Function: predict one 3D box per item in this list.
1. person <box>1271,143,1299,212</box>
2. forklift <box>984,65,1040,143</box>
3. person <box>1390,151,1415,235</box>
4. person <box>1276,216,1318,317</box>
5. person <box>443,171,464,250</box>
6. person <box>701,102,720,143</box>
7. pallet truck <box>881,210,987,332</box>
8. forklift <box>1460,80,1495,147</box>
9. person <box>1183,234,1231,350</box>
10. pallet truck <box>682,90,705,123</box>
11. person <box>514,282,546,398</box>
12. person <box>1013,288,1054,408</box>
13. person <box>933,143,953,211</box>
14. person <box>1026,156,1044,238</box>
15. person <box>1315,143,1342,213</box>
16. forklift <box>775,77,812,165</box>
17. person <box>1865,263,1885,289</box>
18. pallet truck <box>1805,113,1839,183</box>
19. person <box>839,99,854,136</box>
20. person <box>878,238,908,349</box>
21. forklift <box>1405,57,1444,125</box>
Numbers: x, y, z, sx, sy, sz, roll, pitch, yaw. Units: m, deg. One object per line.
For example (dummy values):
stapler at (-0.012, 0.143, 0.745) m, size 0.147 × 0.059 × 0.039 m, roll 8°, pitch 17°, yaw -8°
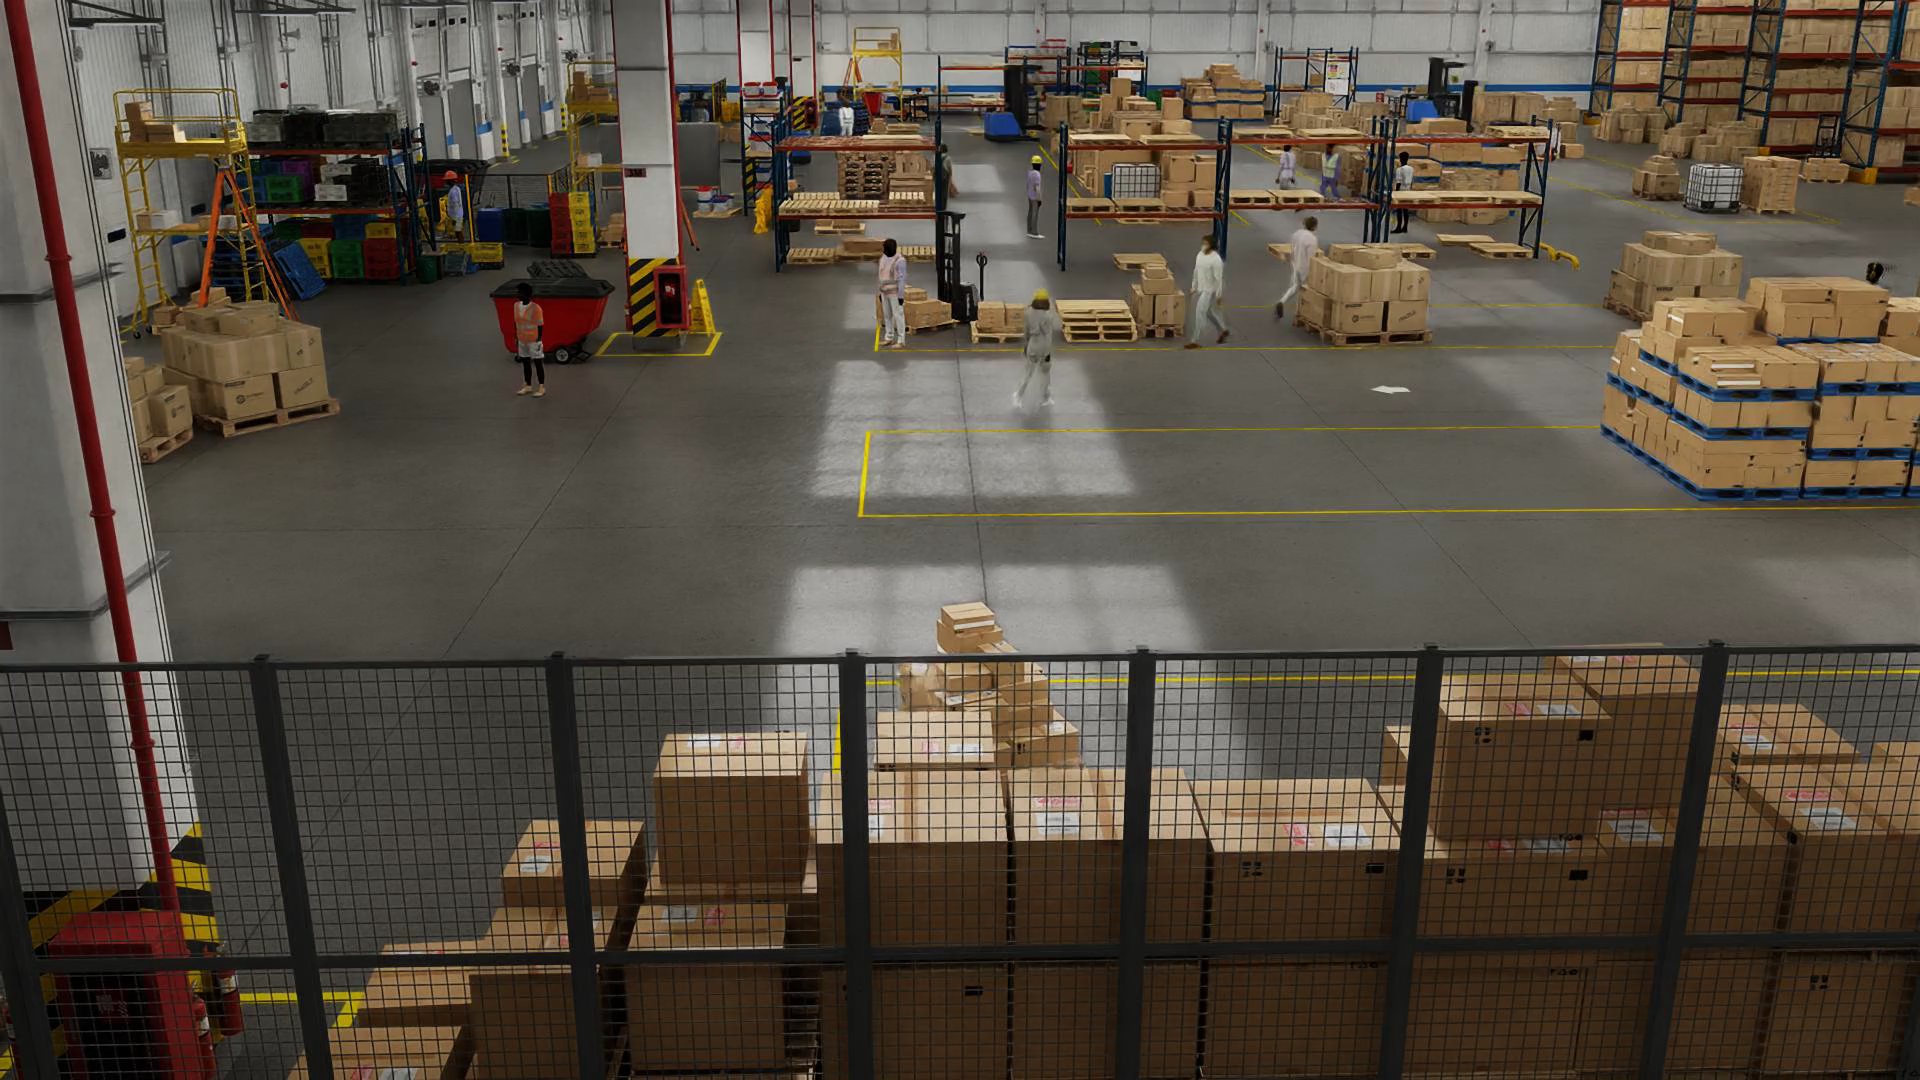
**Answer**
person at (8.677, -9.626, 43.948) m, size 0.892 × 1.899 × 0.542 m, roll 15°, pitch 24°, yaw 37°
forklift at (1.948, -16.471, 62.733) m, size 1.873 × 2.768 × 1.129 m, roll -7°, pitch 20°, yaw -19°
person at (10.659, -8.361, 40.086) m, size 0.613 × 1.962 × 0.362 m, roll -15°, pitch 24°, yaw -37°
person at (6.083, -4.858, 29.796) m, size 0.686 × 1.904 × 0.648 m, roll -10°, pitch 21°, yaw -26°
person at (-11.046, -7.092, 36.364) m, size 0.361 × 1.938 × 0.545 m, roll -4°, pitch 19°, yaw -12°
person at (-9.306, -15.313, 61.277) m, size 0.864 × 1.592 × 0.534 m, roll 1°, pitch 19°, yaw 3°
pallet truck at (-0.493, -4.759, 29.349) m, size 1.885 × 1.965 × 0.823 m, roll -13°, pitch 23°, yaw -34°
forklift at (16.146, -13.225, 53.105) m, size 1.873 × 2.768 × 1.129 m, roll 4°, pitch 19°, yaw 13°
person at (4.171, -4.151, 27.705) m, size 0.954 × 1.905 × 0.631 m, roll -8°, pitch 20°, yaw -22°
pallet truck at (-9.671, -15.907, 62.421) m, size 0.823 × 1.965 × 1.885 m, roll 5°, pitch 19°, yaw 15°
person at (-6.329, -2.940, 24.413) m, size 0.531 × 1.698 × 0.320 m, roll 10°, pitch 21°, yaw 27°
person at (1.064, -2.715, 23.728) m, size 0.493 × 1.722 × 0.740 m, roll 14°, pitch 23°, yaw 35°
person at (-0.436, -9.489, 43.641) m, size 0.534 × 1.827 × 0.415 m, roll 6°, pitch 19°, yaw 16°
person at (1.782, -8.148, 39.511) m, size 0.372 × 1.928 × 0.584 m, roll -8°, pitch 20°, yaw -21°
person at (9.805, -9.570, 43.837) m, size 0.958 × 1.872 × 0.616 m, roll -17°, pitch 25°, yaw -42°
forklift at (-5.919, -13.893, 55.087) m, size 1.873 × 2.768 × 1.129 m, roll -1°, pitch 19°, yaw -1°
person at (13.777, -3.307, 25.322) m, size 0.517 × 1.818 × 0.988 m, roll -15°, pitch 24°, yaw -37°
pallet truck at (26.403, -11.957, 50.702) m, size 0.823 × 1.965 × 1.885 m, roll 6°, pitch 19°, yaw 16°
person at (-4.051, -14.814, 59.387) m, size 0.588 × 1.860 × 0.763 m, roll -9°, pitch 21°, yaw -25°
person at (-1.134, -4.094, 27.642) m, size 0.430 × 1.837 × 0.626 m, roll -15°, pitch 24°, yaw -38°
forklift at (19.573, -18.503, 68.761) m, size 1.873 × 2.768 × 1.129 m, roll 0°, pitch 19°, yaw -1°
